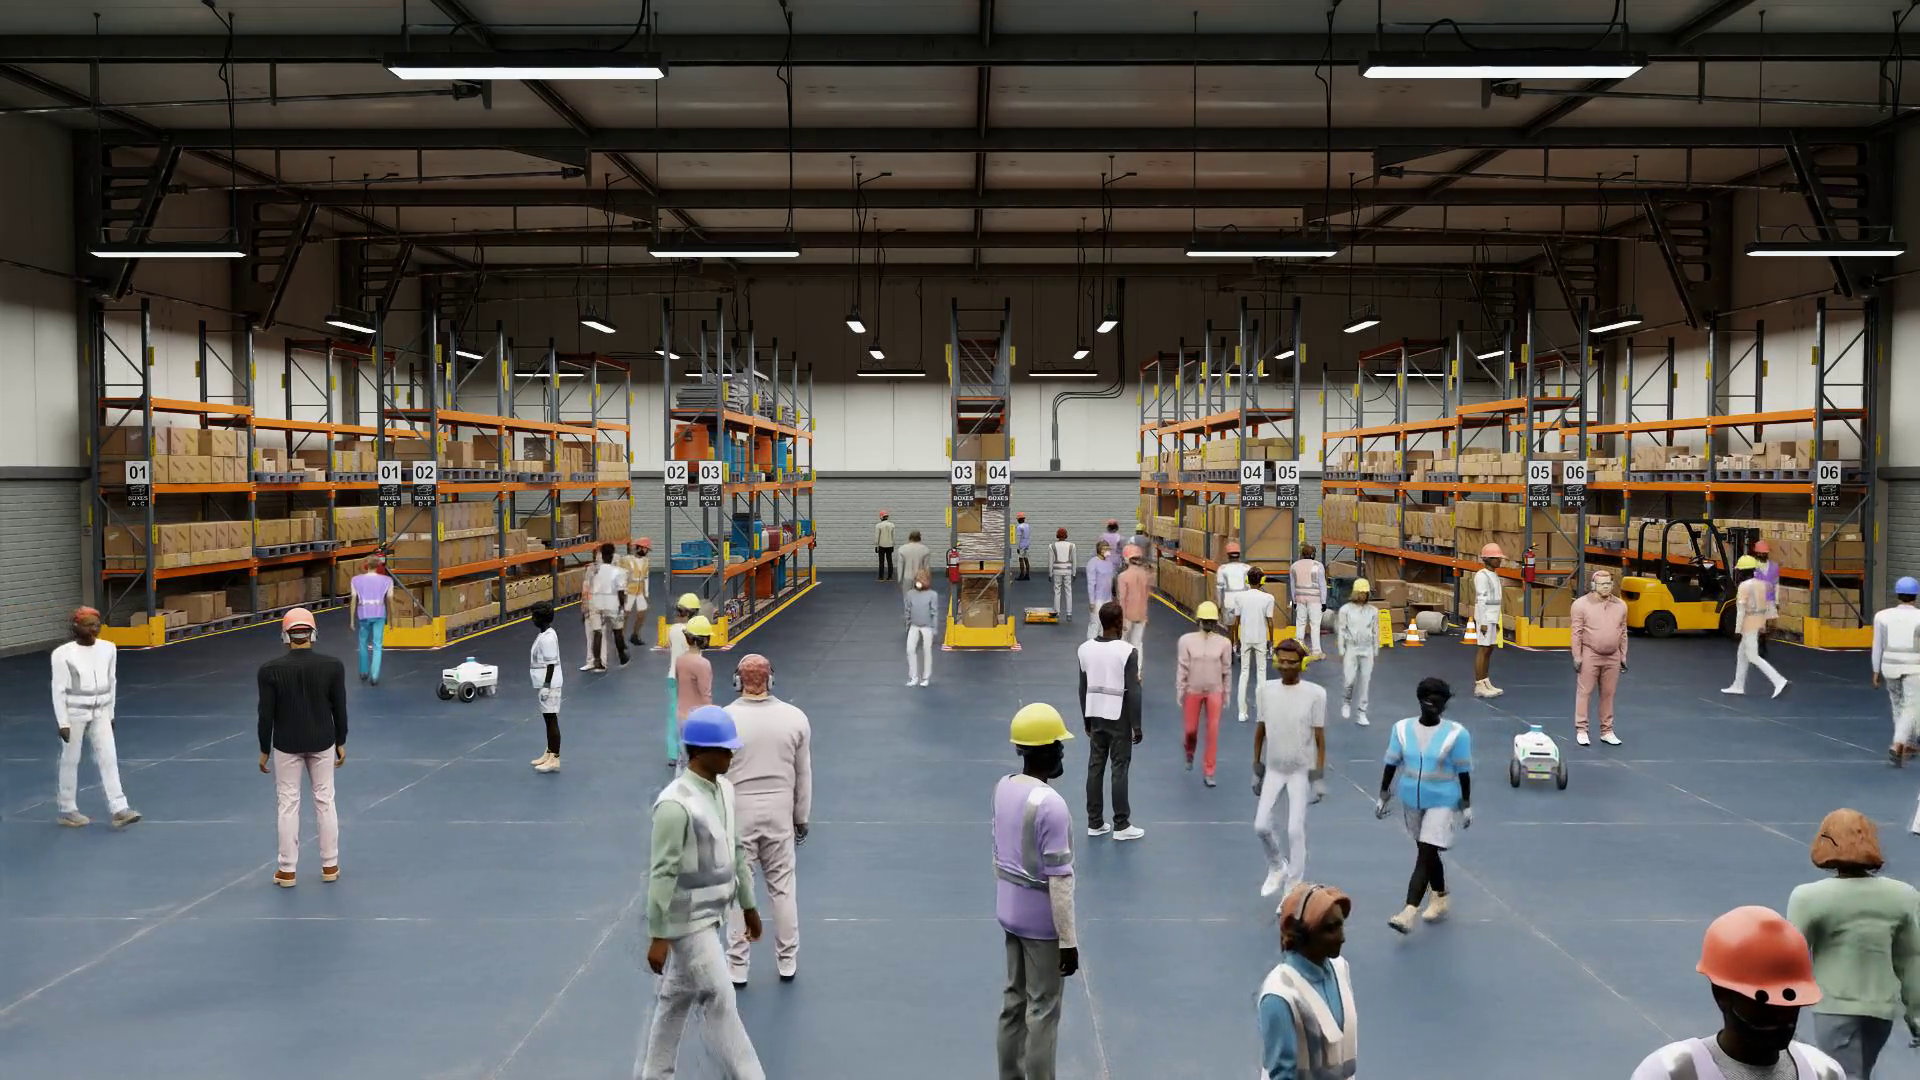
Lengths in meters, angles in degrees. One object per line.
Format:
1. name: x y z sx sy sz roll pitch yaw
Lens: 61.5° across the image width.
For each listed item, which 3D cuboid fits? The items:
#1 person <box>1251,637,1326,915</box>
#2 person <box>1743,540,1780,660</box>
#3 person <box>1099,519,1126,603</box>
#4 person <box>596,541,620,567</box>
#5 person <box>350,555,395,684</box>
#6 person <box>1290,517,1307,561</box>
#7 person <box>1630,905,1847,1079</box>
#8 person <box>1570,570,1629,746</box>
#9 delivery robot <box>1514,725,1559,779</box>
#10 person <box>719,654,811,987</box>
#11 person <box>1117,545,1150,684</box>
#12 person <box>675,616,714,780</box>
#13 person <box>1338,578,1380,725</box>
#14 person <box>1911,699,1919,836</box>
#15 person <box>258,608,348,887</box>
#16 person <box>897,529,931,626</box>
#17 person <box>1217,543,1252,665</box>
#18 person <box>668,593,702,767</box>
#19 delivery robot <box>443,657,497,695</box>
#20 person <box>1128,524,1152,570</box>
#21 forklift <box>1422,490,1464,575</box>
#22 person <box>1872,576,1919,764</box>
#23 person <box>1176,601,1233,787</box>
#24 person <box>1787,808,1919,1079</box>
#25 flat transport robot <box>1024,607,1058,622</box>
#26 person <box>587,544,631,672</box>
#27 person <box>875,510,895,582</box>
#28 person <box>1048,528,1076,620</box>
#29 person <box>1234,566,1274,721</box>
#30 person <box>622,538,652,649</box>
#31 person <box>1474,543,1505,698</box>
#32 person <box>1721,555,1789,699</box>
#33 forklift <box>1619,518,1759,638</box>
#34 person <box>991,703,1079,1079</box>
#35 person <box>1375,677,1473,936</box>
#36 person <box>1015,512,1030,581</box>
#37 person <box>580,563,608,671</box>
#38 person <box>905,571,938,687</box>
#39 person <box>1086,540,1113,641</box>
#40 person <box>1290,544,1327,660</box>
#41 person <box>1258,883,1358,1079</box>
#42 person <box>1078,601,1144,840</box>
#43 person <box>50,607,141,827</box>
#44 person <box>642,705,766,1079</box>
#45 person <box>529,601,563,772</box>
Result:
1. person: 2.223 1.580 10.953 0.528 1.852 0.496 1 3 27
2. person: 12.780 0.956 25.733 0.579 1.922 0.454 0 2 4
3. person: 3.385 0.525 36.170 0.620 1.970 1.049 1 3 27
4. person: -7.168 0.831 32.824 0.526 1.593 0.802 0 2 -4
5. person: -8.389 1.122 23.054 0.597 1.795 0.937 -1 2 -22
6. person: 8.985 0.323 42.781 0.430 1.840 0.623 2 3 35
7. person: 1.856 1.822 3.805 0.544 1.939 0.354 0 2 -12
8. person: 7.016 1.286 17.670 0.641 1.910 0.401 0 2 -4
9. delivery robot: 5.505 2.016 15.429 0.477 0.478 0.707 1 2 14
10. person: -1.192 1.616 9.411 0.652 1.904 0.402 -1 2 -22
11. person: 2.404 1.053 22.624 0.625 1.977 0.436 -1 3 -33
12. person: -2.227 1.520 13.625 0.326 1.763 0.522 -2 3 -38
13. person: 4.731 1.312 19.109 0.503 1.731 0.376 0 2 -4
14. person: 8.103 1.619 13.159 0.875 1.584 0.542 -1 2 -13
15. person: -4.755 1.485 11.688 0.608 1.986 0.389 -1 3 -30
16. person: -0.882 0.748 31.101 0.652 1.913 0.564 0 2 -4
17. person: 4.279 1.000 25.015 0.596 1.900 0.843 0 2 9
18. person: -2.715 1.412 16.398 0.560 1.741 0.650 2 3 43
19. delivery robot: -6.442 1.785 21.247 0.477 0.478 0.707 1 3 33
20. person: 4.288 0.514 38.630 0.614 1.779 0.937 0 2 -1
21. forklift: 13.926 -0.371 47.846 1.873 2.768 1.129 0 2 0
22. person: 9.698 1.325 16.577 0.953 1.914 0.616 -2 3 -42
23. person: 2.335 1.447 15.455 0.546 1.750 0.507 0 2 2
24. person: 3.524 1.874 6.520 0.527 1.597 0.777 0 2 -3
25. flat transport robot: 1.642 1.510 32.842 0.652 0.197 1.431 0 2 1
26. person: -5.309 1.014 24.407 0.615 1.907 1.007 0 2 8
27. person: -2.100 0.163 44.985 0.615 1.987 0.407 -1 3 -32
28. person: 2.085 0.693 32.916 0.575 1.883 0.355 0 2 -4
29. person: 3.530 1.248 19.369 0.493 1.855 0.332 1 2 23
30. person: -5.557 0.907 27.549 0.465 1.892 0.625 2 3 41
31. person: 7.080 1.063 21.571 0.380 2.045 0.605 2 3 34
32. person: 10.568 1.146 21.426 0.599 1.899 0.881 -2 3 -39
33. forklift: 13.417 0.684 29.791 2.313 2.155 1.214 0 2 0
34. person: 0.347 1.690 7.210 0.357 1.930 0.587 -1 3 -27
35. person: 2.977 1.700 10.418 0.580 1.634 0.898 2 3 42
36. person: 1.743 0.175 45.417 0.389 1.929 0.545 2 3 37
37. person: -5.491 1.156 24.252 0.517 1.639 0.313 2 3 36
38. person: -0.560 1.238 22.410 0.522 1.609 0.602 1 2 21
39. person: 2.221 0.960 25.498 0.352 1.937 0.635 2 3 36
40. person: 5.620 0.989 25.955 0.627 1.845 0.429 2 3 40
41. person: 1.193 1.922 5.195 0.690 1.609 0.535 2 3 43
42. person: 1.223 1.459 13.152 0.593 1.922 0.392 2 3 41
43. person: -7.205 1.485 13.404 0.936 1.841 0.601 1 3 31
44. person: -1.057 1.698 7.271 0.955 1.901 0.644 1 2 14
45. person: -4.133 1.452 16.123 0.321 1.694 0.529 -1 2 -18
